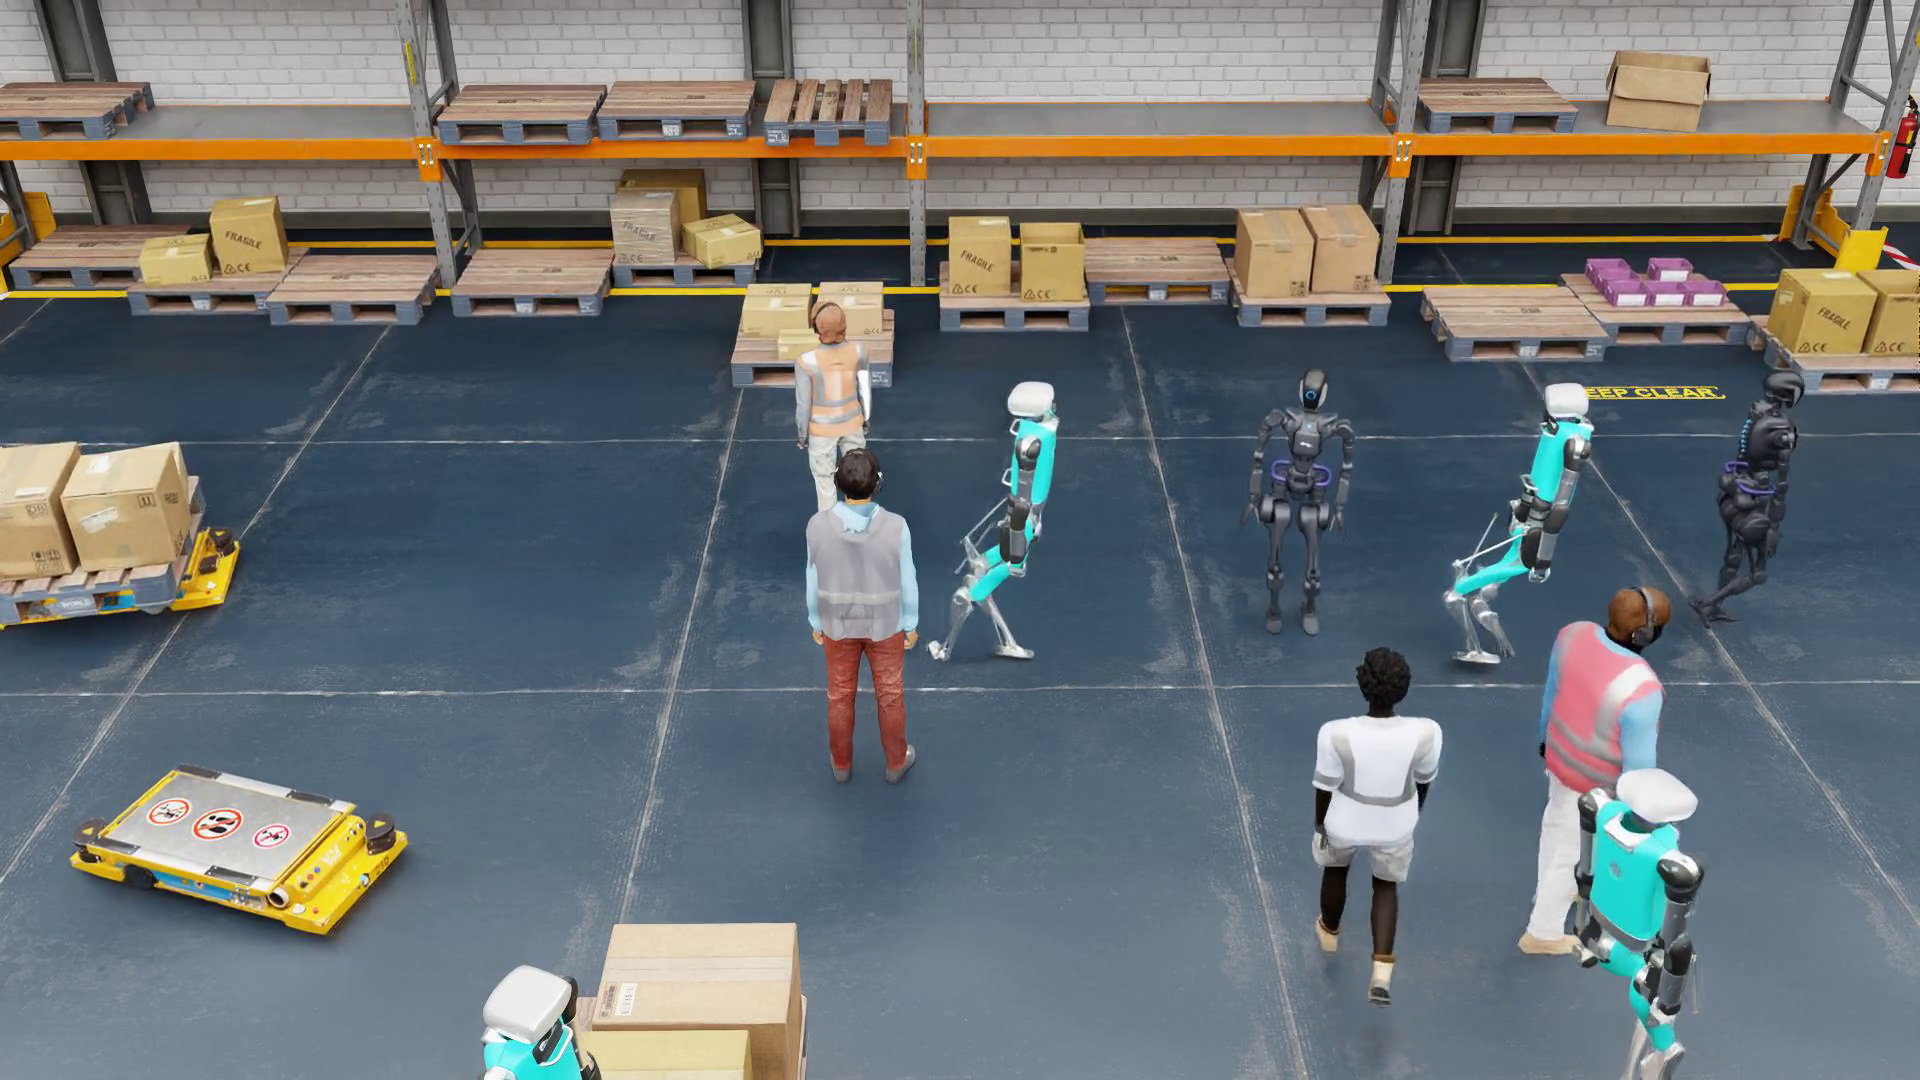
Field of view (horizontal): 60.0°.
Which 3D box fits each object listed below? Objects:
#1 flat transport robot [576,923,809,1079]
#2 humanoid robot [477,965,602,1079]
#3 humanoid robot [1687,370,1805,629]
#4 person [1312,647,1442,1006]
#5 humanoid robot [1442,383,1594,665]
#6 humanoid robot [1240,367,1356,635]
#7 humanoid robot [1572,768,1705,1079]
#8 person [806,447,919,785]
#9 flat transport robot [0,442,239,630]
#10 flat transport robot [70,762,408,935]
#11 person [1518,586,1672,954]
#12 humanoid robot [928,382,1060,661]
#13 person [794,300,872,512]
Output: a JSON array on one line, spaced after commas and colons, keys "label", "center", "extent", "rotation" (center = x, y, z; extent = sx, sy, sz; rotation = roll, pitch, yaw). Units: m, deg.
[{"label": "flat transport robot", "center": [-1.121, 2.429, 6.367], "extent": [1.431, 0.231, 0.659], "rotation": [0, 31, -1]}, {"label": "humanoid robot", "center": [-1.093, 2.084, 5.386], "extent": [0.735, 1.677, 0.533], "rotation": [7, 32, 11]}, {"label": "humanoid robot", "center": [4.442, -0.223, 9.419], "extent": [0.429, 1.648, 0.585], "rotation": [-1, 31, -1]}, {"label": "person", "center": [1.722, 1.221, 6.999], "extent": [0.524, 1.680, 0.631], "rotation": [3, 31, 5]}, {"label": "humanoid robot", "center": [2.936, -0.001, 9.017], "extent": [0.825, 1.799, 0.542], "rotation": [2, 31, 3]}, {"label": "humanoid robot", "center": [1.900, -0.215, 9.398], "extent": [0.608, 1.644, 0.328], "rotation": [7, 32, 11]}, {"label": "humanoid robot", "center": [2.677, 1.583, 6.382], "extent": [0.783, 1.816, 0.552], "rotation": [-13, 33, -21]}, {"label": "person", "center": [-0.474, 0.414, 8.158], "extent": [0.544, 1.878, 0.406], "rotation": [1, 31, 2]}, {"label": "flat transport robot", "center": [-5.158, 0.233, 10.024], "extent": [1.431, 0.231, 0.659], "rotation": [-7, 32, -11]}, {"label": "flat transport robot", "center": [-3.464, 1.460, 7.981], "extent": [1.431, 0.231, 0.659], "rotation": [10, 32, 16]}, {"label": "person", "center": [2.748, 1.002, 7.254], "extent": [0.519, 1.849, 0.631], "rotation": [-8, 32, -13]}, {"label": "humanoid robot", "center": [0.139, -0.018, 9.111], "extent": [0.776, 1.893, 0.544], "rotation": [7, 32, 12]}, {"label": "person", "center": [-0.769, -0.688, 10.223], "extent": [0.521, 1.638, 0.308], "rotation": [-17, 35, -26]}]
